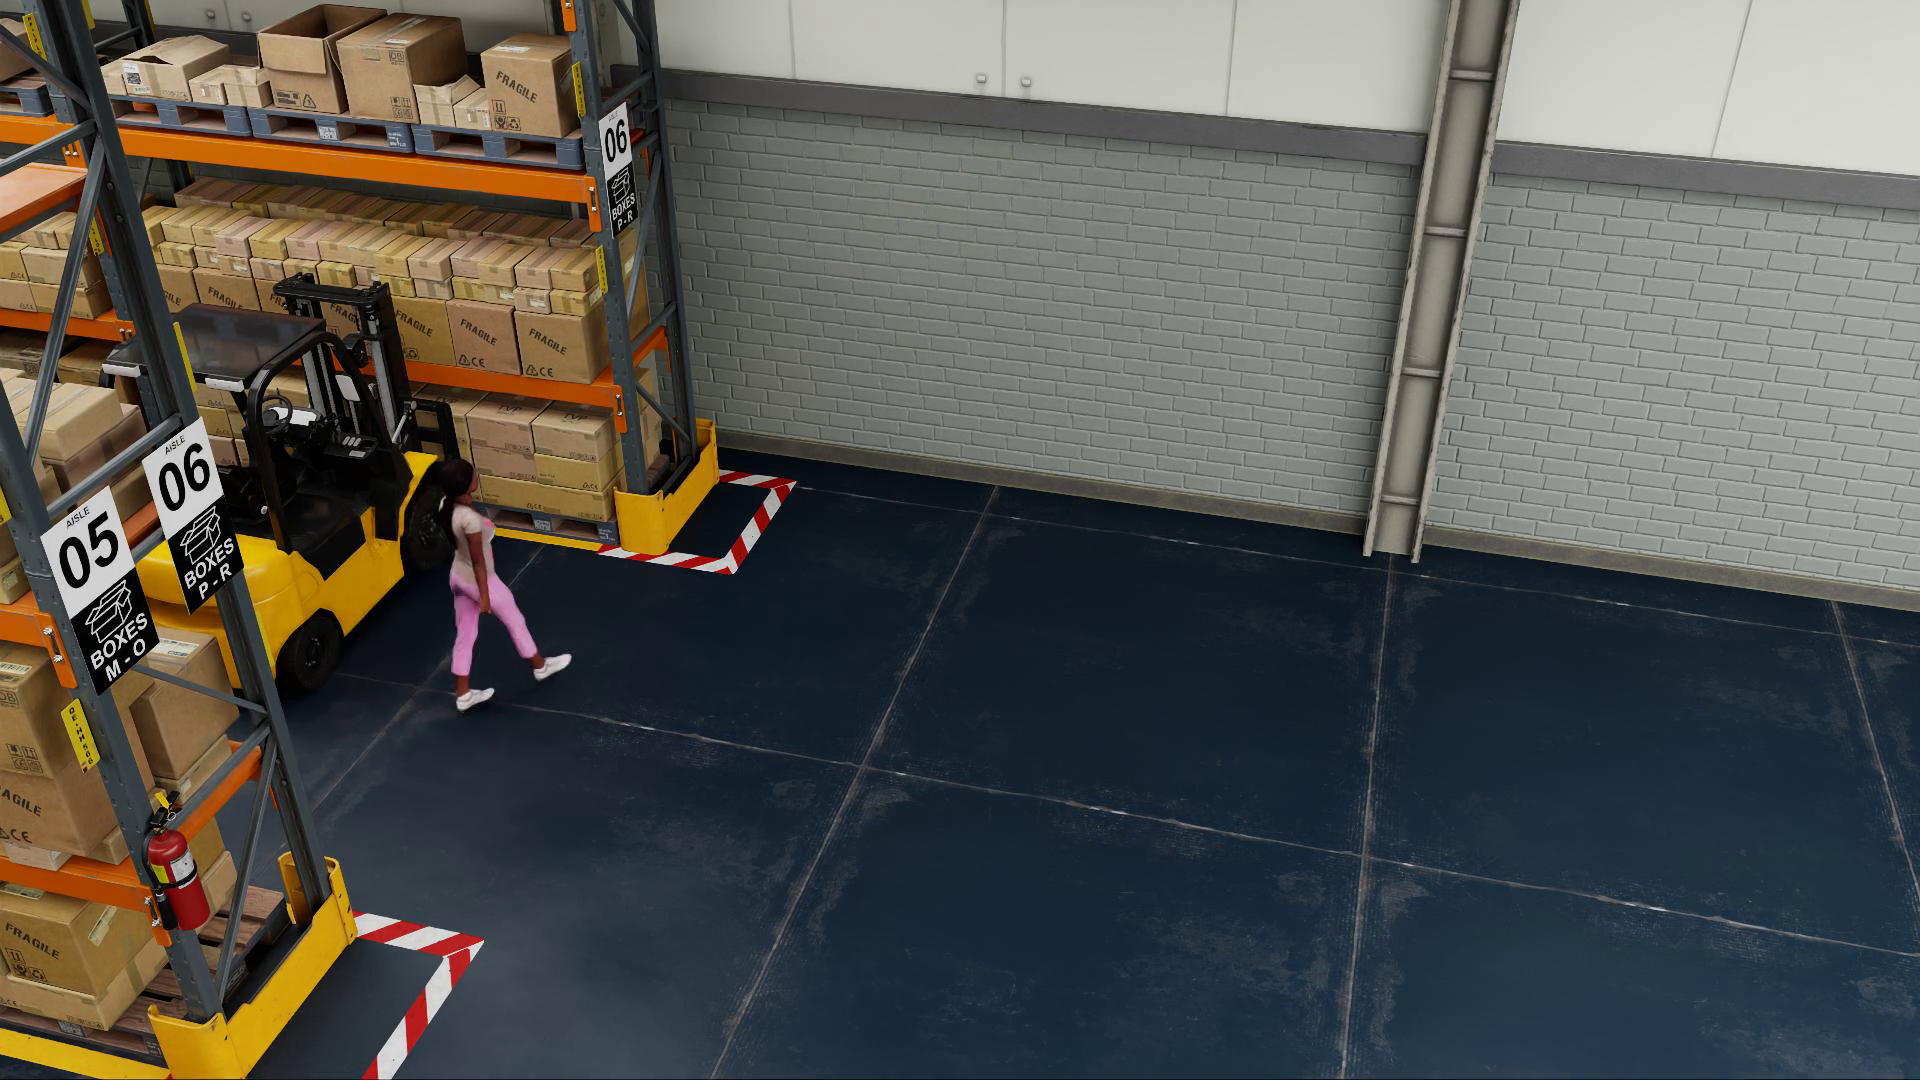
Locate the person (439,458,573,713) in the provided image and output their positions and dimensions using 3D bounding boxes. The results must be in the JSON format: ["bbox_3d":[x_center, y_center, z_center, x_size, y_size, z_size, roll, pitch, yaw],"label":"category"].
[{"bbox_3d":[-3.049,0.312,10.186,0.984,1.714,1.033,-28,42,-36],"label":"person"}]
